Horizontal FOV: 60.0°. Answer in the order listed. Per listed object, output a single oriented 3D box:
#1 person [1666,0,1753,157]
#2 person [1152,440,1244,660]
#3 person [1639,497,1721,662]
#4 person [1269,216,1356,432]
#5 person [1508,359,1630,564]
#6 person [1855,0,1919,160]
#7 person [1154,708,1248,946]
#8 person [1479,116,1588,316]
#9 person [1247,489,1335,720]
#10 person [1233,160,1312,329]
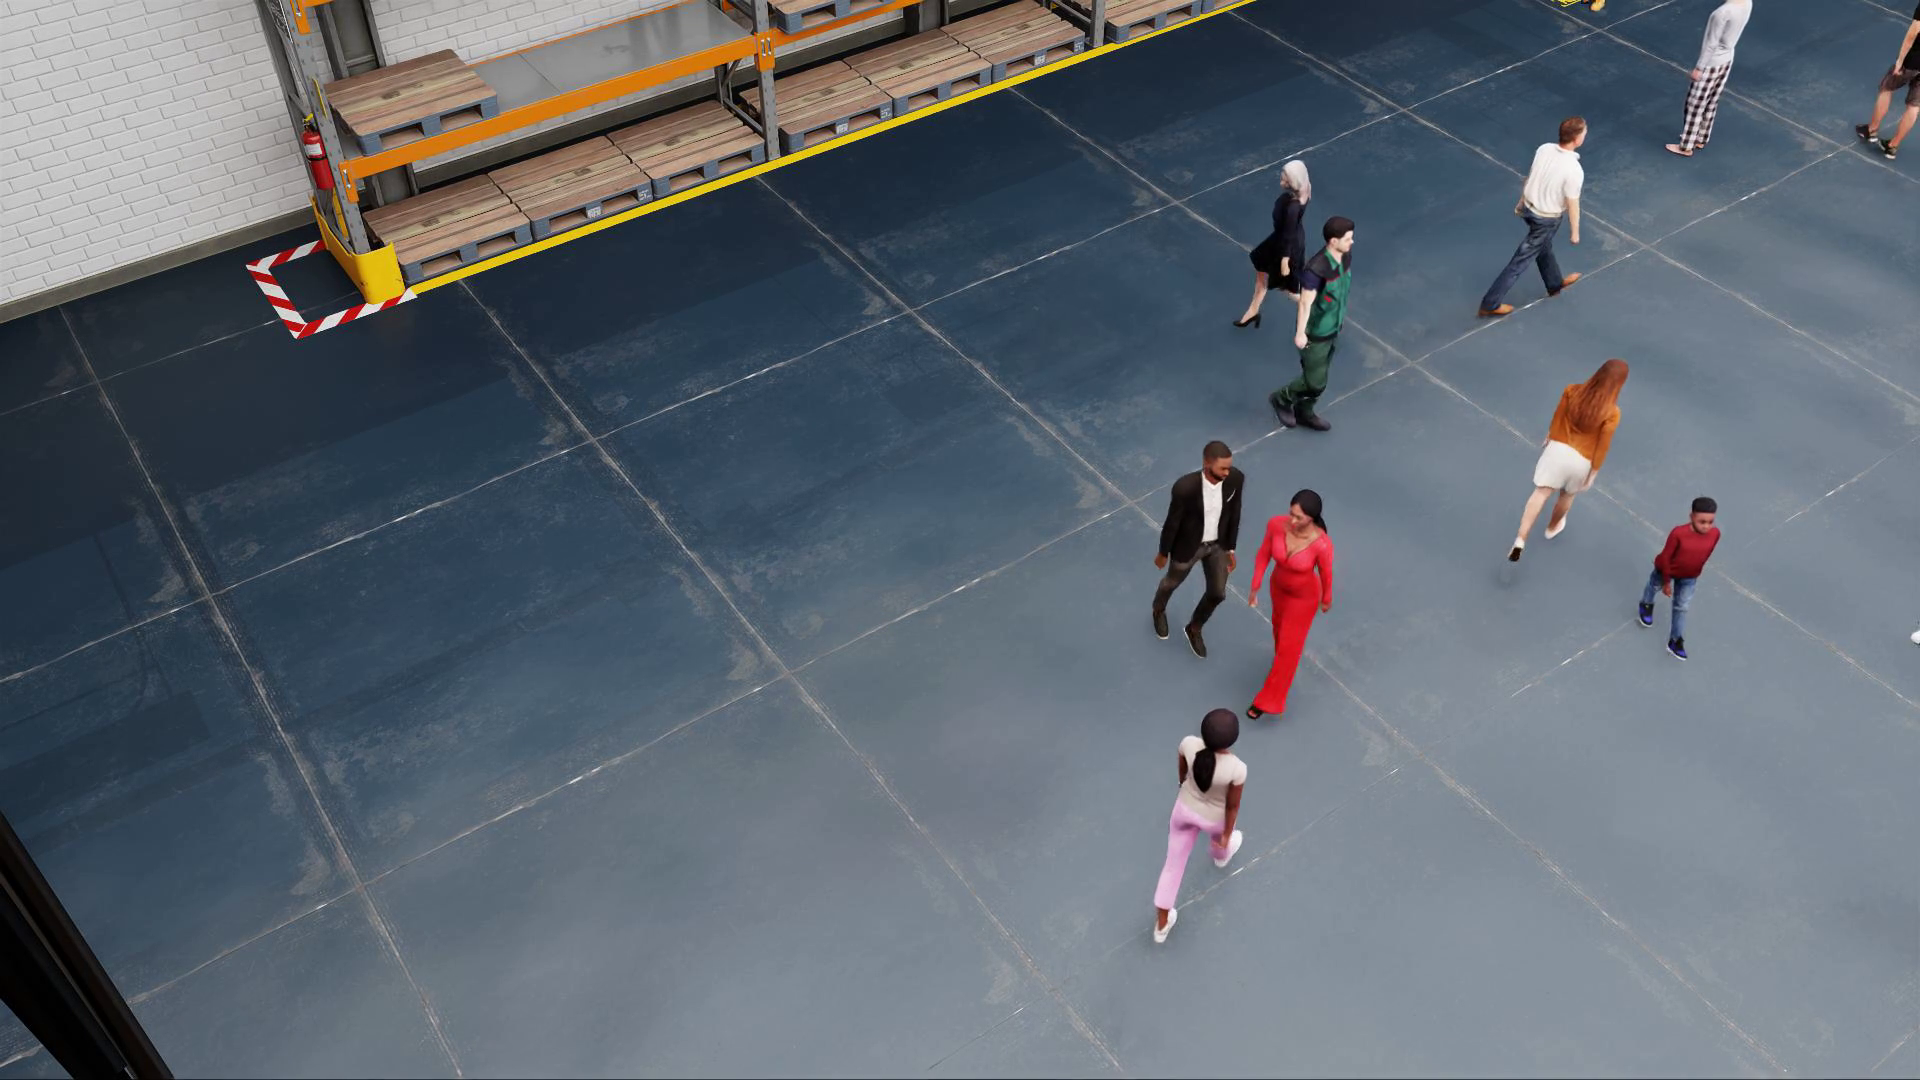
[{"bbox_3d":[7.098,-4.498,15.624,0.480,1.847,0.691,-29,51,-27],"label":"person"},{"bbox_3d":[1.568,-0.010,10.965,0.828,1.776,0.877,-7,44,-8],"label":"person"},{"bbox_3d":[4.808,0.146,11.197,0.833,1.230,0.861,3,44,3],"label":"person"},{"bbox_3d":[2.647,-1.637,12.587,0.884,1.894,0.797,27,50,26],"label":"person"},{"bbox_3d":[4.206,-0.529,11.570,0.801,1.692,1.085,29,51,27],"label":"person"},{"bbox_3d":[9.009,-4.433,15.559,0.909,1.843,0.962,5,44,5],"label":"person"},{"bbox_3d":[1.312,1.614,9.324,0.906,1.688,1.233,22,48,21],"label":"person"},{"bbox_3d":[4.683,-2.604,13.662,1.281,1.811,0.950,-12,45,-12],"label":"person"},{"bbox_3d":[2.190,0.293,10.664,0.803,1.752,1.111,31,52,28],"label":"person"},{"bbox_3d":[2.713,-2.292,13.415,1.156,1.700,1.122,13,45,13],"label":"person"}]
